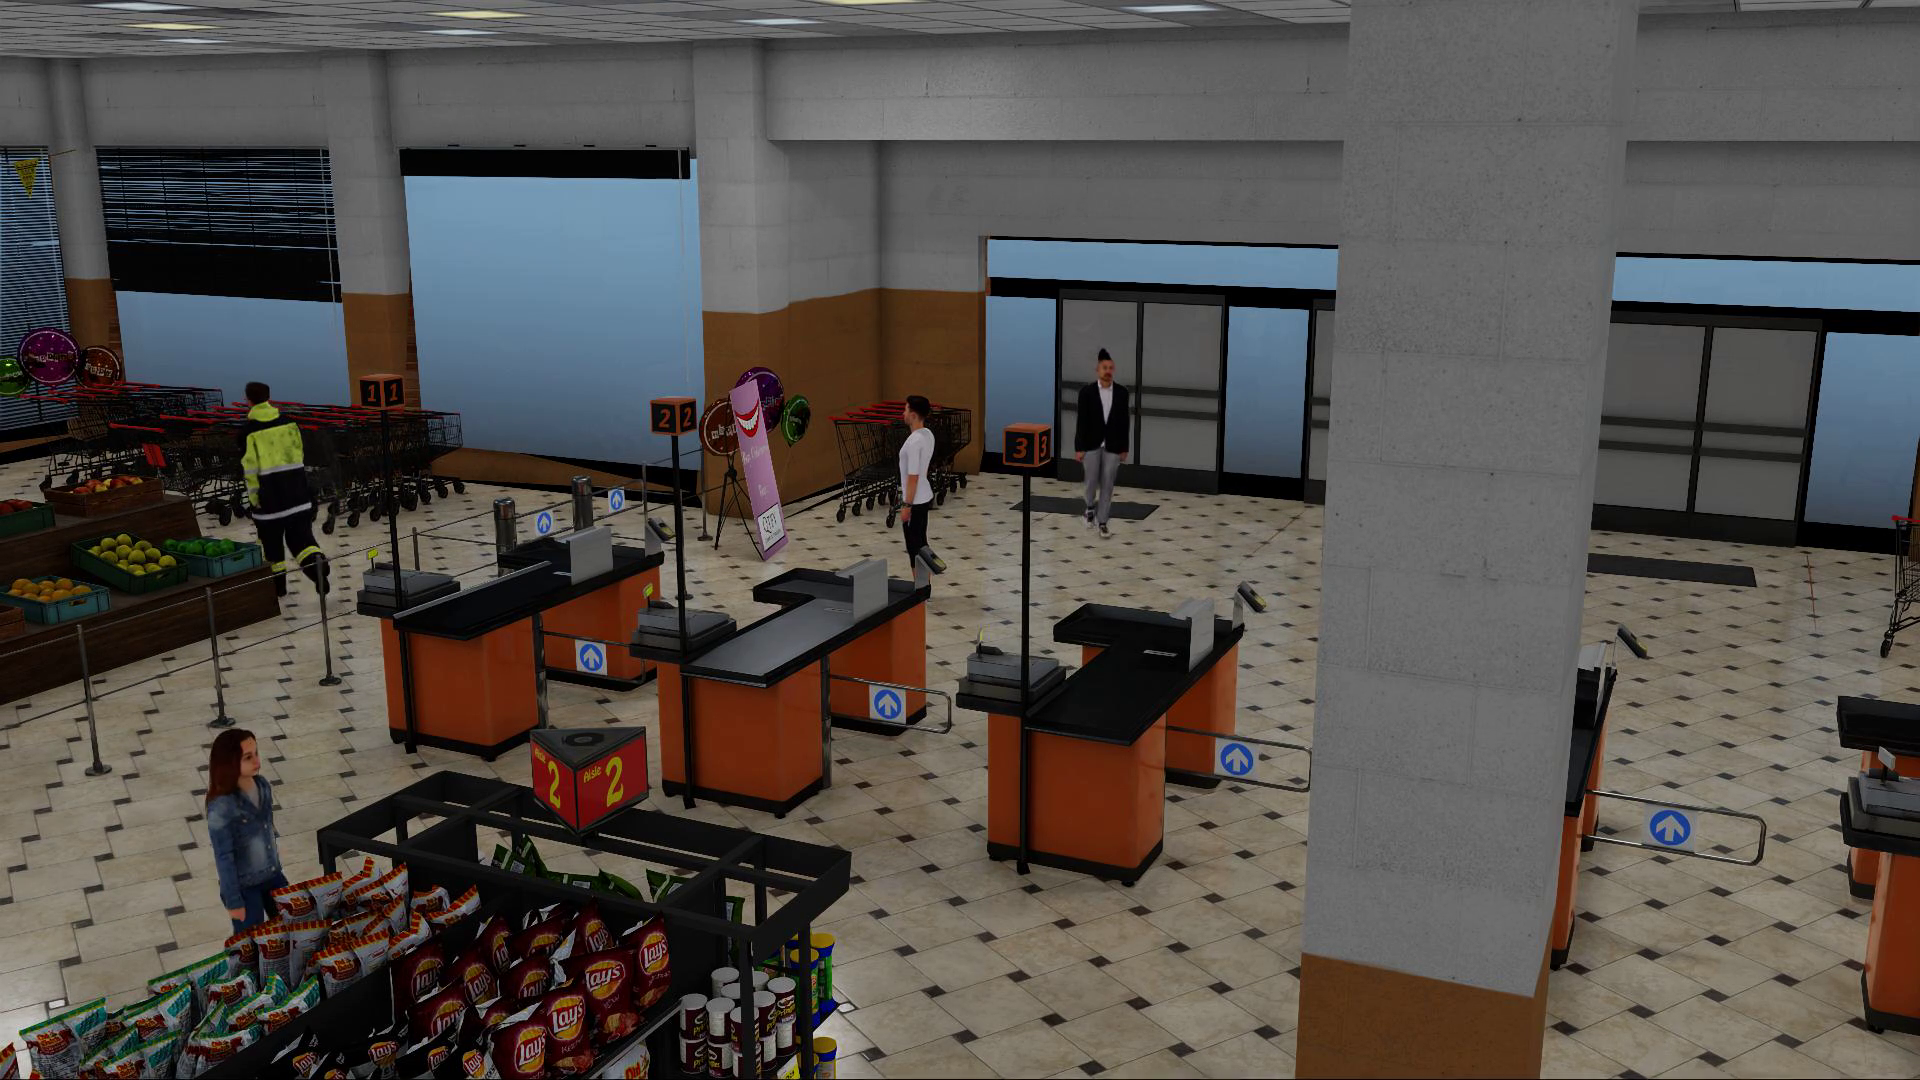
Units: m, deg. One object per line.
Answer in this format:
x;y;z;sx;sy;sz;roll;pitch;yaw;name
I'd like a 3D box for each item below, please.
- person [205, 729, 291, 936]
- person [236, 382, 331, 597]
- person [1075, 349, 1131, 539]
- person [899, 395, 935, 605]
-3.288;1.556;7.573;0.700;1.467;0.543;3;14;11;person
-5.966;-0.405;14.645;1.029;1.944;1.155;11;18;39;person
1.442;-1.002;17.113;0.896;1.942;0.939;-2;14;-7;person
-0.381;-0.359;14.652;0.776;1.852;0.565;3;14;14;person
